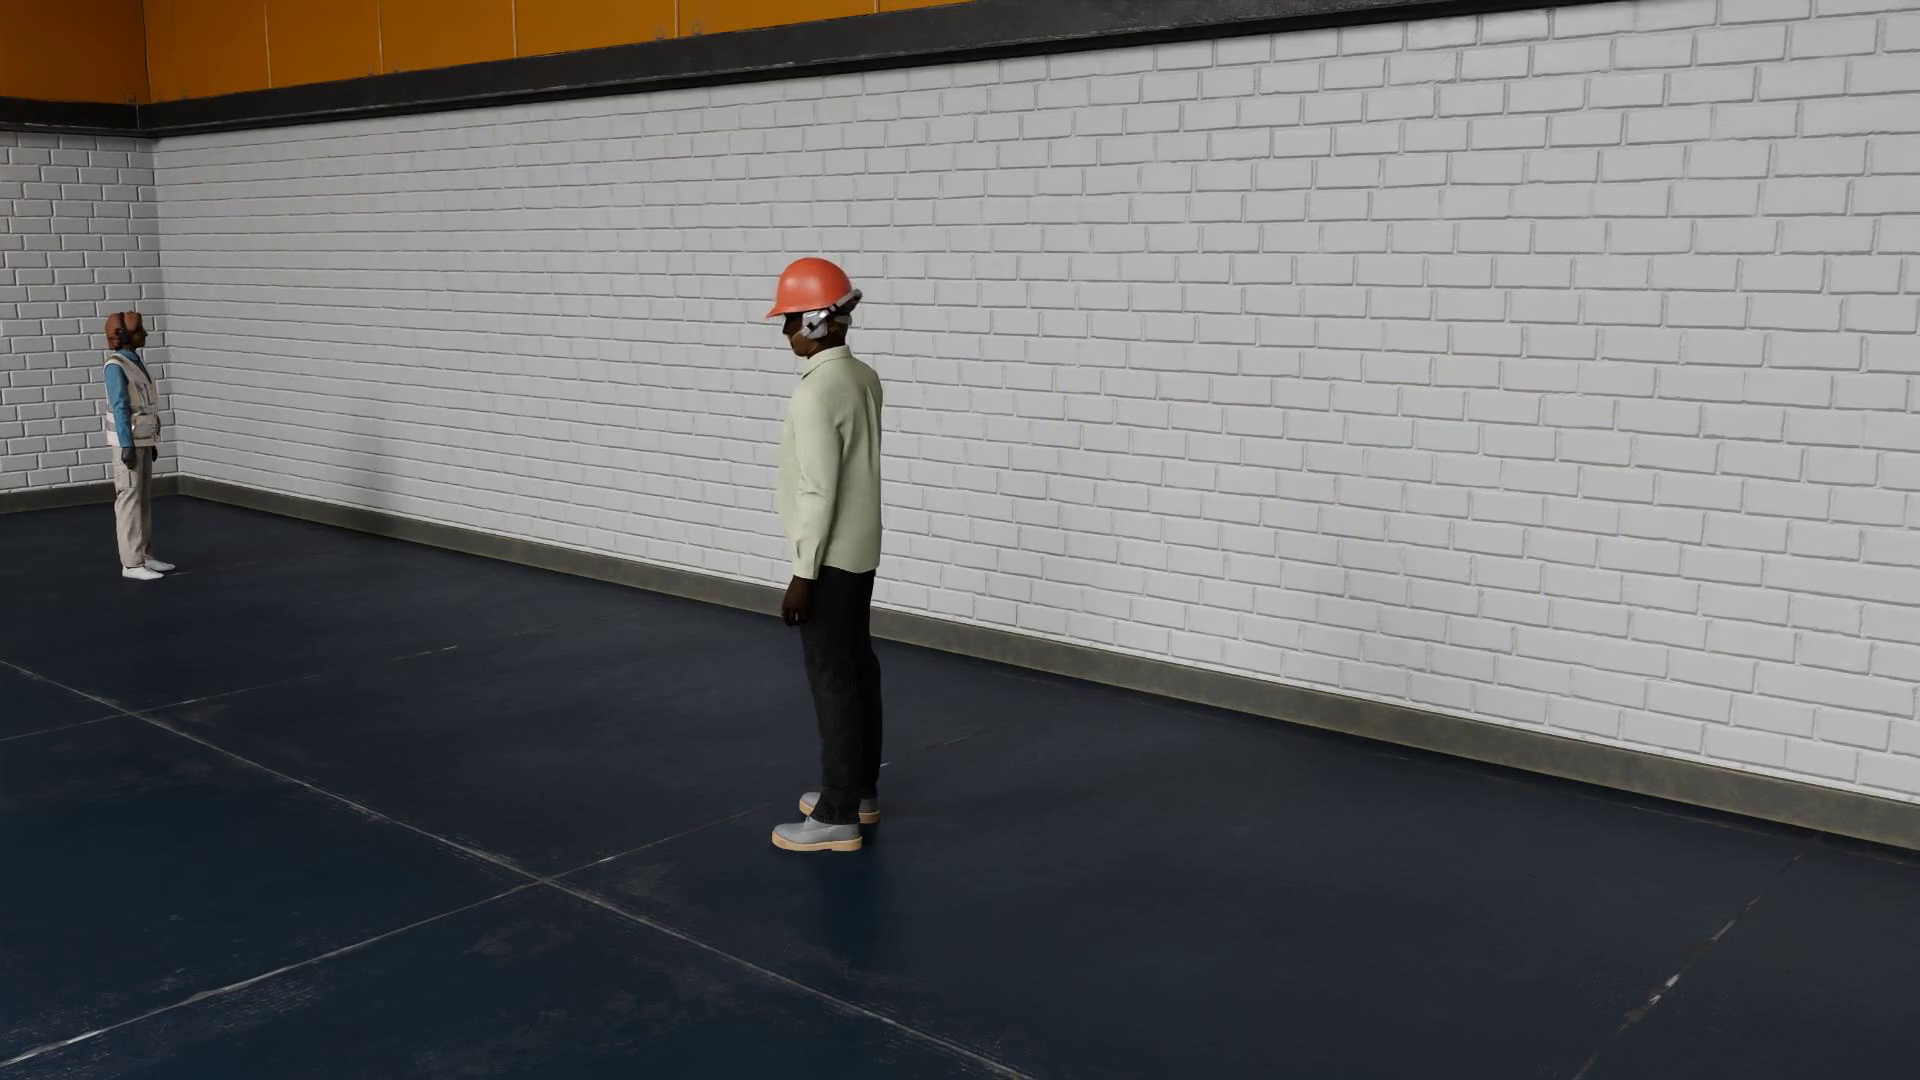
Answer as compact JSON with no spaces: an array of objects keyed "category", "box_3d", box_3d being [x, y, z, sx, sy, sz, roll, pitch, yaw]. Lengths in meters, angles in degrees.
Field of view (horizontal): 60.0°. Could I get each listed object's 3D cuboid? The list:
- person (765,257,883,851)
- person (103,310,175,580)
[{"category":"person","box_3d":[-0.450,0.054,5.617,0.388,1.991,0.609,2,10,13]},{"category":"person","box_3d":[-5.072,-0.581,10.217,0.307,1.645,0.519,-2,10,-12]}]
